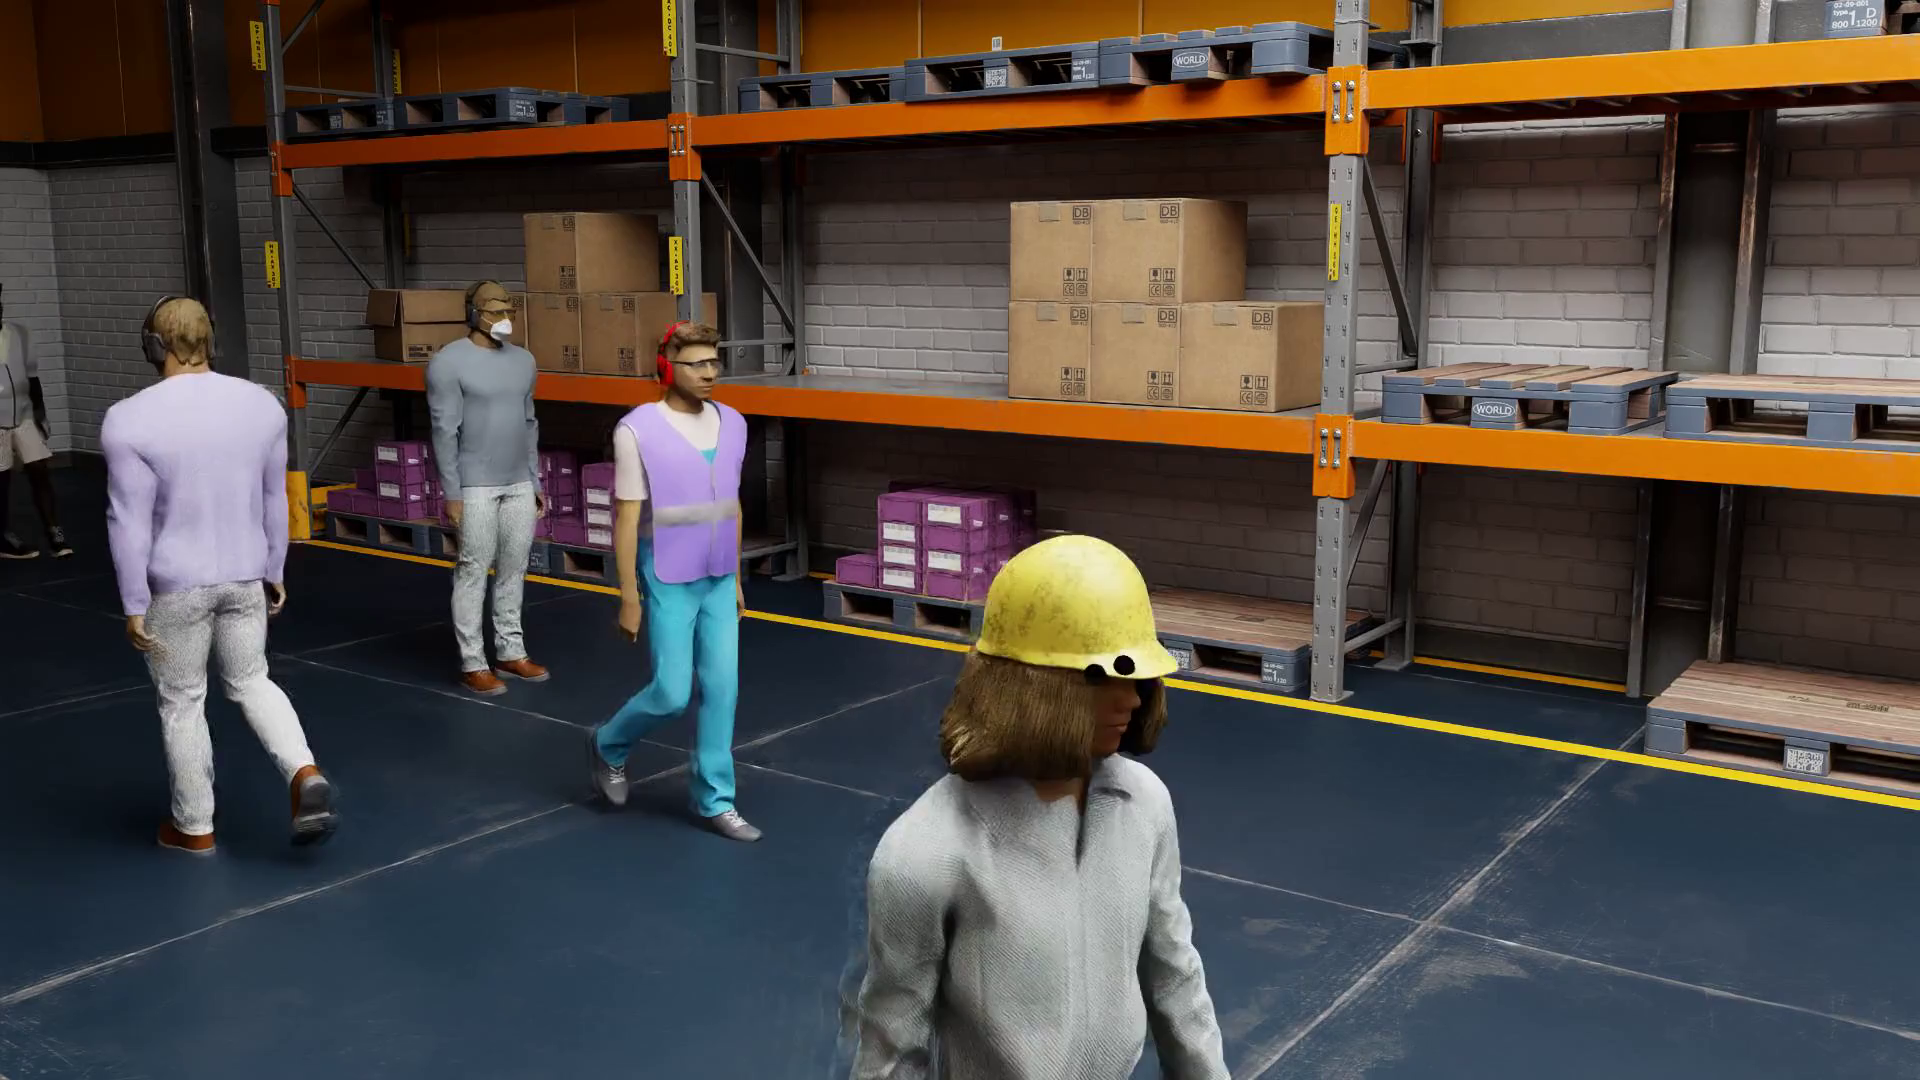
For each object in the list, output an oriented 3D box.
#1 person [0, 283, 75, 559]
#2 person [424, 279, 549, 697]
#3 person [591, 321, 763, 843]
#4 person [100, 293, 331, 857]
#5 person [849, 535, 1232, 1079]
[{"bbox_3d":[-6.322,-0.791,11.098,0.731,1.922,0.703,5,11,28],"label":"person"},{"bbox_3d":[-2.201,-0.246,7.826,0.376,1.936,0.639,6,11,30],"label":"person"},{"bbox_3d":[-1.006,0.143,5.845,0.650,1.828,0.566,7,12,37],"label":"person"},{"bbox_3d":[-2.465,0.149,5.517,0.682,1.923,0.634,7,12,36],"label":"person"},{"bbox_3d":[0.129,0.829,2.152,0.513,1.687,0.941,-9,13,-43],"label":"person"}]
